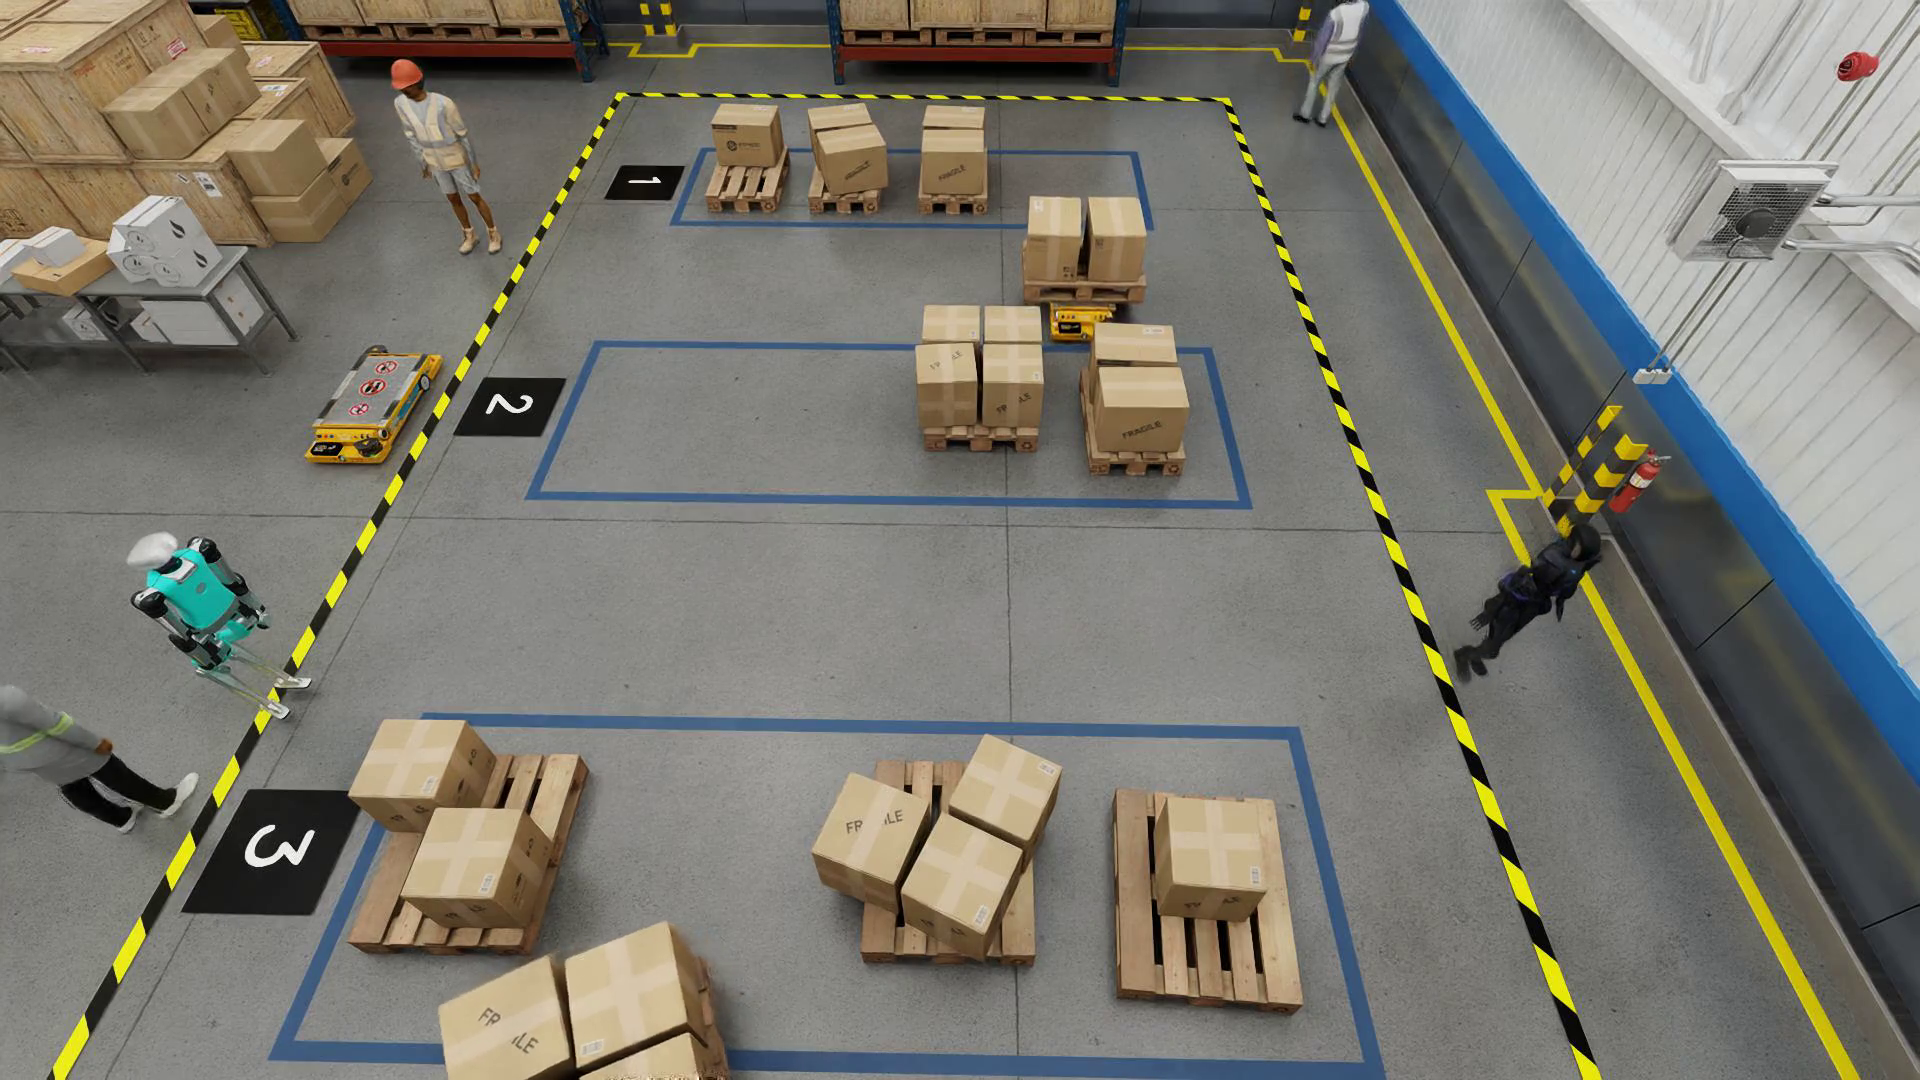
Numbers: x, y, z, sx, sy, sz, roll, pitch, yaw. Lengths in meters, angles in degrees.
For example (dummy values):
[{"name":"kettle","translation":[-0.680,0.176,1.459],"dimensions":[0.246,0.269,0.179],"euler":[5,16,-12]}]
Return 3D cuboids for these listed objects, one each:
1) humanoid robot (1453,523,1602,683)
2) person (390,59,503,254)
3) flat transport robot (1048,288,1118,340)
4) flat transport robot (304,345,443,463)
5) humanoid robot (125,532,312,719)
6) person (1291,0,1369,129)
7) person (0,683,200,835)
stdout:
[{"name":"humanoid robot","translation":[3.765,0.414,6.099],"dimensions":[0.609,1.642,0.357],"euler":[-8,50,-7]},{"name":"person","translation":[-5.344,-3.935,9.537],"dimensions":[0.615,2.040,0.370],"euler":[0,50,0]},{"name":"flat transport robot","translation":[1.250,-2.596,9.546],"dimensions":[0.652,0.197,1.431],"euler":[1,50,1]},{"name":"flat transport robot","translation":[-5.383,-1.269,8.441],"dimensions":[0.659,0.231,1.431],"euler":[1,50,1]},{"name":"humanoid robot","translation":[-4.843,0.541,5.859],"dimensions":[0.735,1.678,0.533],"euler":[10,50,8]},{"name":"person","translation":[4.700,-6.104,11.548],"dimensions":[0.620,1.792,0.406],"euler":[-12,51,-10]},{"name":"person","translation":[-5.318,1.143,5.383],"dimensions":[0.596,1.843,0.574],"euler":[-3,50,-3]}]
